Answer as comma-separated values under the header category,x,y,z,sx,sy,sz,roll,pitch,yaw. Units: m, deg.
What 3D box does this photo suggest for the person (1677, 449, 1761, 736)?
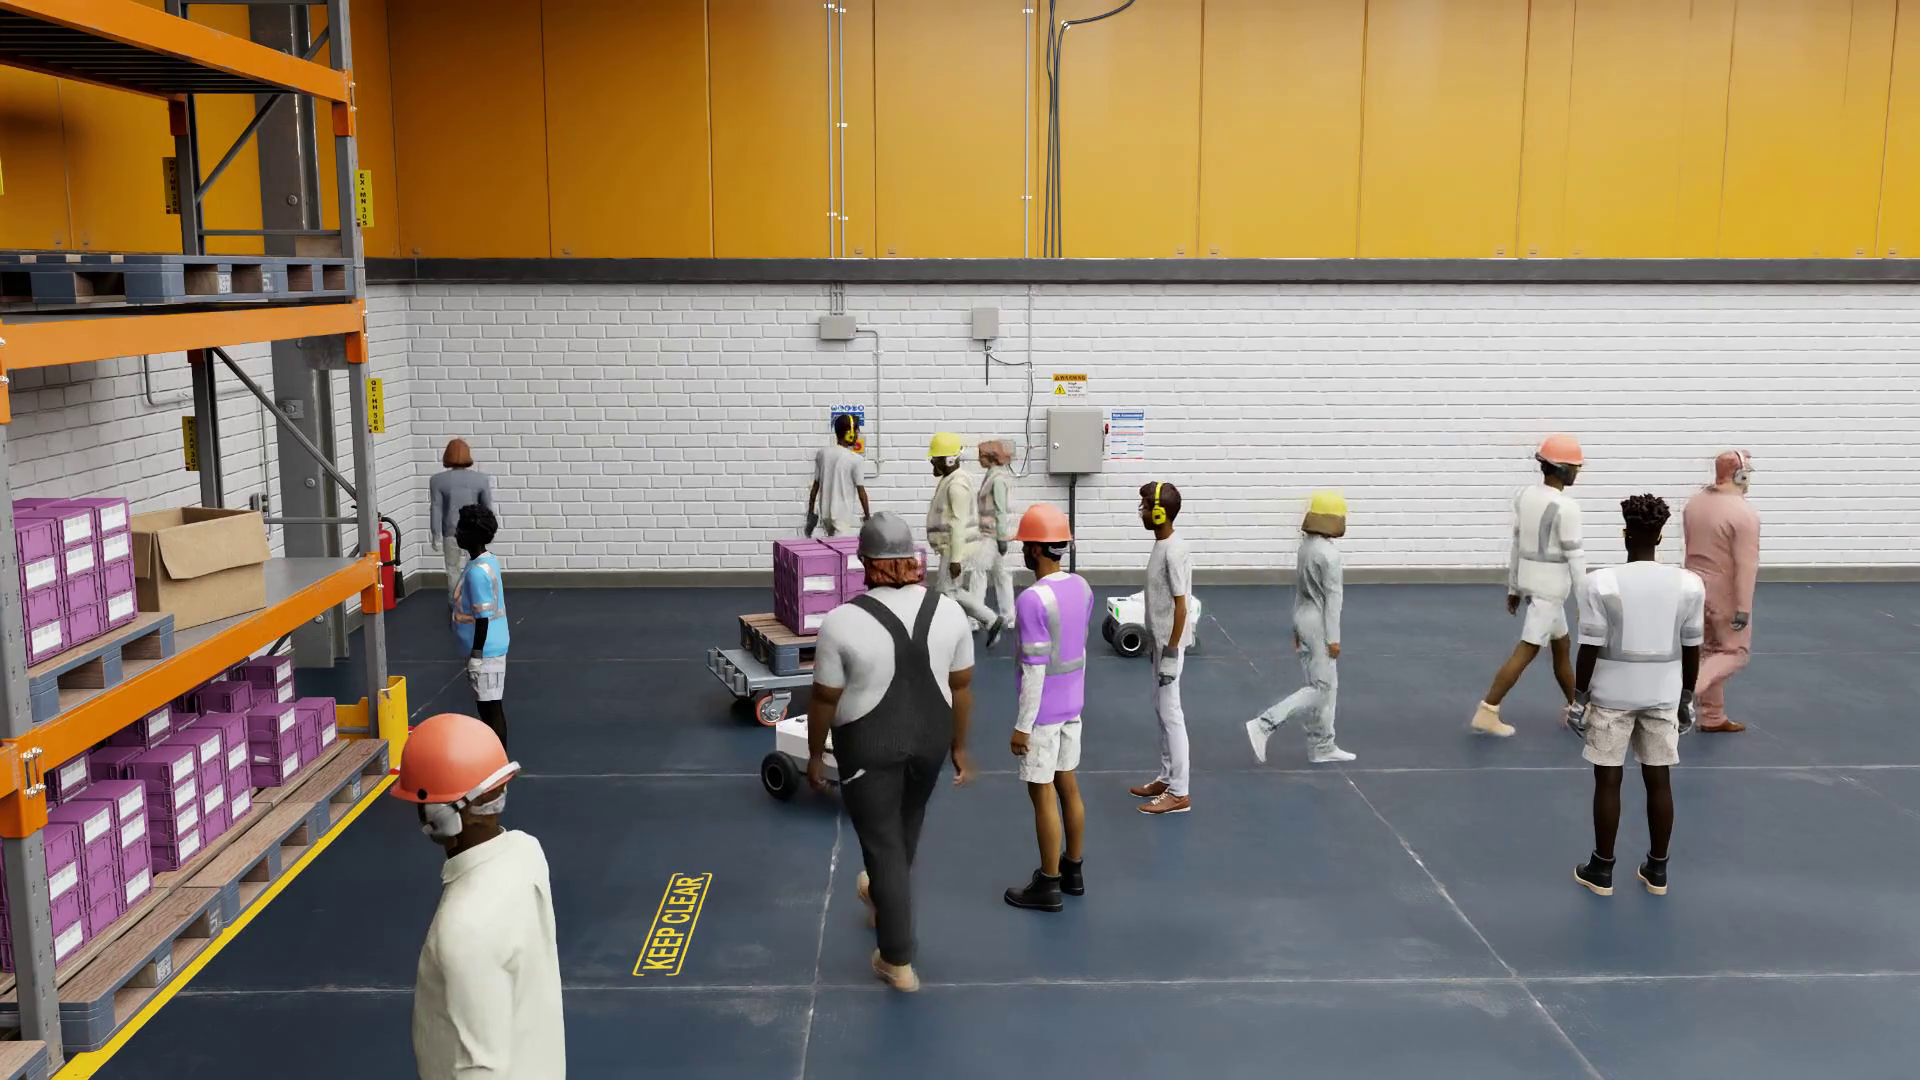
category,x,y,z,sx,sy,sz,roll,pitch,yaw
person,4.838,0.355,10.705,0.622,1.893,0.650,-2,9,-11

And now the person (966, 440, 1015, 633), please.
category,x,y,z,sx,sy,sz,roll,pitch,yaw
person,0.170,-0.024,13.875,0.659,1.617,0.527,0,9,-1

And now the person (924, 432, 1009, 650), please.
category,x,y,z,sx,sy,sz,roll,pitch,yaw
person,0.024,0.058,12.826,0.629,1.801,0.607,-1,9,-4

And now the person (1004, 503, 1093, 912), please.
category,x,y,z,sx,sy,sz,roll,pitch,yaw
person,0.398,0.789,7.901,0.370,1.935,0.552,6,11,32

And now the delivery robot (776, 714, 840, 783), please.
category,x,y,z,sx,sy,sz,roll,pitch,yaw
delivery robot,-0.717,1.174,9.486,0.707,0.478,0.477,8,12,40

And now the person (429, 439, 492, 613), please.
category,x,y,z,sx,sy,sz,roll,pitch,yaw
person,-4.255,-0.067,14.202,0.519,1.583,0.878,-4,10,-22

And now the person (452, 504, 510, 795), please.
category,x,y,z,sx,sy,sz,roll,pitch,yaw
person,-2.760,0.632,9.591,0.318,1.700,0.535,-2,10,-13

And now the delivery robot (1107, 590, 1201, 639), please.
category,x,y,z,sx,sy,sz,roll,pitch,yaw
delivery robot,1.537,0.571,13.181,0.707,0.478,0.477,-1,9,-7

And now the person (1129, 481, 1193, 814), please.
category,x,y,z,sx,sy,sz,roll,pitch,yaw
person,1.135,0.598,9.295,0.319,1.865,0.521,0,9,0

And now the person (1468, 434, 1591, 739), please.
category,x,y,z,sx,sy,sz,roll,pitch,yaw
person,3.784,0.308,10.715,1.070,1.990,0.631,-1,9,-8

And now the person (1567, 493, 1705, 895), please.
category,x,y,z,sx,sy,sz,roll,pitch,yaw
person,3.261,0.749,8.057,0.613,1.963,0.361,0,9,1

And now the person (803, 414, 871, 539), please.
category,x,y,z,sx,sy,sz,roll,pitch,yaw
person,-1.029,-0.170,14.196,0.571,1.806,0.987,7,11,36

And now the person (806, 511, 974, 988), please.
category,x,y,z,sx,sy,sz,roll,pitch,yaw
person,-0.374,0.839,7.278,0.702,2.000,0.957,-5,11,-28

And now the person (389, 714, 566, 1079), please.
category,x,y,z,sx,sy,sz,roll,pitch,yaw
person,-1.155,1.391,4.055,0.392,1.990,0.611,-1,9,-3

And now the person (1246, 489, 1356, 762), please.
category,x,y,z,sx,sy,sz,roll,pitch,yaw
person,2.102,0.540,10.081,0.657,1.717,0.480,-1,9,-4
